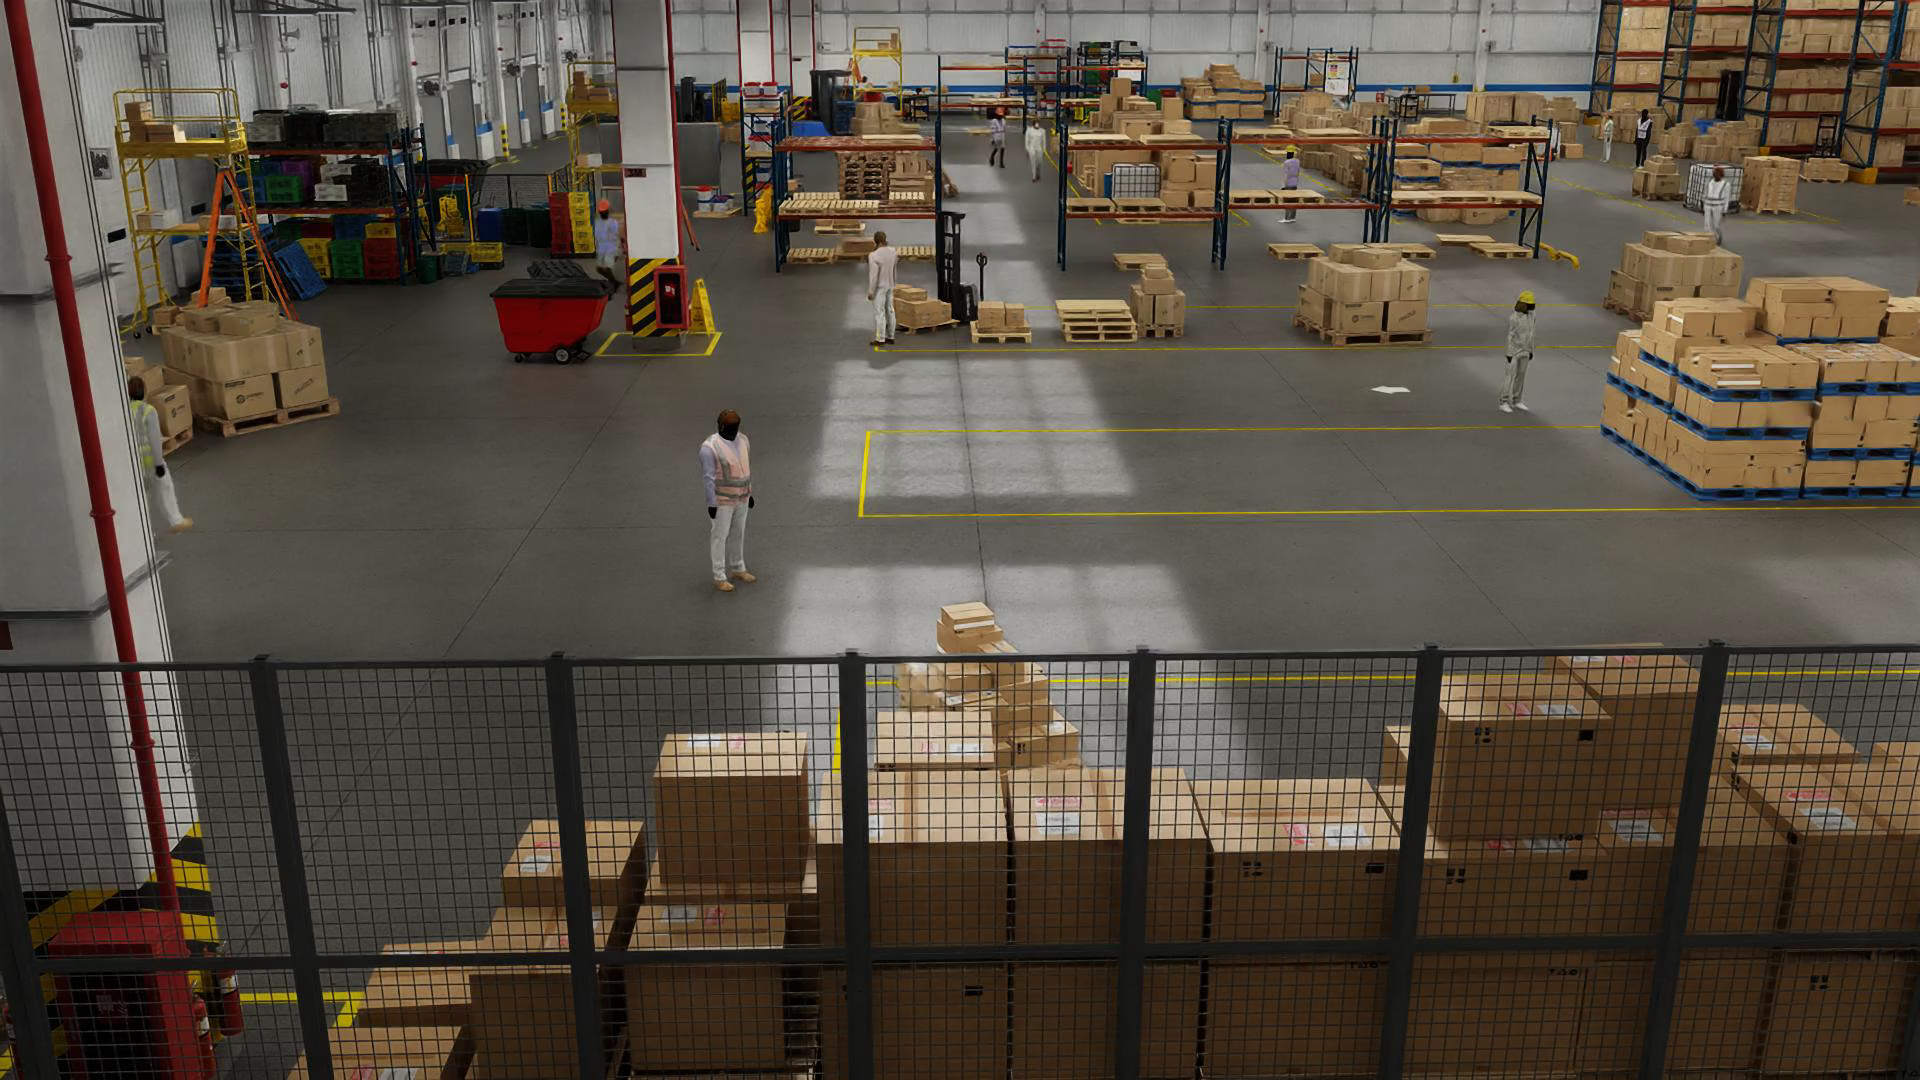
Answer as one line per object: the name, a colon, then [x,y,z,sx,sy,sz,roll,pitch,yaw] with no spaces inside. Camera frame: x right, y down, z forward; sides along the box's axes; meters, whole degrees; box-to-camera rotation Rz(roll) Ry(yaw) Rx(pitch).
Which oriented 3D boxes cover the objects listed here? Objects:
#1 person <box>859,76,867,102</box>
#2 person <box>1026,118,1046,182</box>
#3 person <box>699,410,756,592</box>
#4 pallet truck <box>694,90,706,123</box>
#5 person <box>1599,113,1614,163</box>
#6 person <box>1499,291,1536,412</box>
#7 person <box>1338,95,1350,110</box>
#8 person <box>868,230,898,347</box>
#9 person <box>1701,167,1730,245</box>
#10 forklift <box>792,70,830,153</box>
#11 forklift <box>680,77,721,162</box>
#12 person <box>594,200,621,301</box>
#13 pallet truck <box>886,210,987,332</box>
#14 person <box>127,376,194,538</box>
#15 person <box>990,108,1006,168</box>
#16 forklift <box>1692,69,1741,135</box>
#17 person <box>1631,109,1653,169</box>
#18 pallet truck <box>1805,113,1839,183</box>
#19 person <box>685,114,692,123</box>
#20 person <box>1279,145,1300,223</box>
person: [-4.183,-19.115,72.065,0.390,1.924,0.625,1,19,4]
person: [2.300,-11.814,50.405,0.628,1.926,0.452,-2,19,-7]
person: [-2.303,-0.412,16.705,0.429,1.837,0.620,13,23,34]
pallet truck: [-9.671,-15.907,62.421,0.823,1.965,1.885,5,19,15]
person: [21.779,-13.534,55.933,0.306,1.640,0.523,1,19,3]
person: [7.939,-2.673,23.569,0.480,1.733,0.336,-11,21,-28]
person: [14.967,-16.503,64.790,0.628,1.588,0.828,-12,22,-31]
person: [-1.303,-4.197,27.777,0.372,1.939,0.631,14,23,36]
person: [17.213,-7.567,37.894,0.636,1.867,0.576,-17,25,-41]
forklift: [-4.981,-15.241,59.083,1.873,2.768,1.129,-10,21,-28]
forklift: [-8.944,-13.866,55.007,1.873,2.768,1.129,-1,19,-1]
person: [-6.729,-5.542,31.781,0.572,1.925,0.542,10,21,28]
pallet truck: [-0.493,-4.759,29.349,1.885,1.965,0.823,-13,23,-34]
person: [-8.876,-0.905,18.202,0.653,1.805,0.852,5,19,15]
person: [1.243,-13.165,54.429,0.548,1.915,0.740,-9,20,-24]
forklift: [27.389,-15.397,59.549,1.873,2.768,1.129,-1,19,-1]
person: [22.152,-13.005,53.952,0.397,1.911,0.587,-8,20,-23]
pallet truck: [26.403,-11.957,50.702,0.823,1.965,1.885,6,19,16]
person: [-8.934,-13.142,54.689,0.320,1.692,0.531,3,19,9]
person: [8.314,-8.975,41.964,0.589,1.928,0.385,-16,25,-40]
